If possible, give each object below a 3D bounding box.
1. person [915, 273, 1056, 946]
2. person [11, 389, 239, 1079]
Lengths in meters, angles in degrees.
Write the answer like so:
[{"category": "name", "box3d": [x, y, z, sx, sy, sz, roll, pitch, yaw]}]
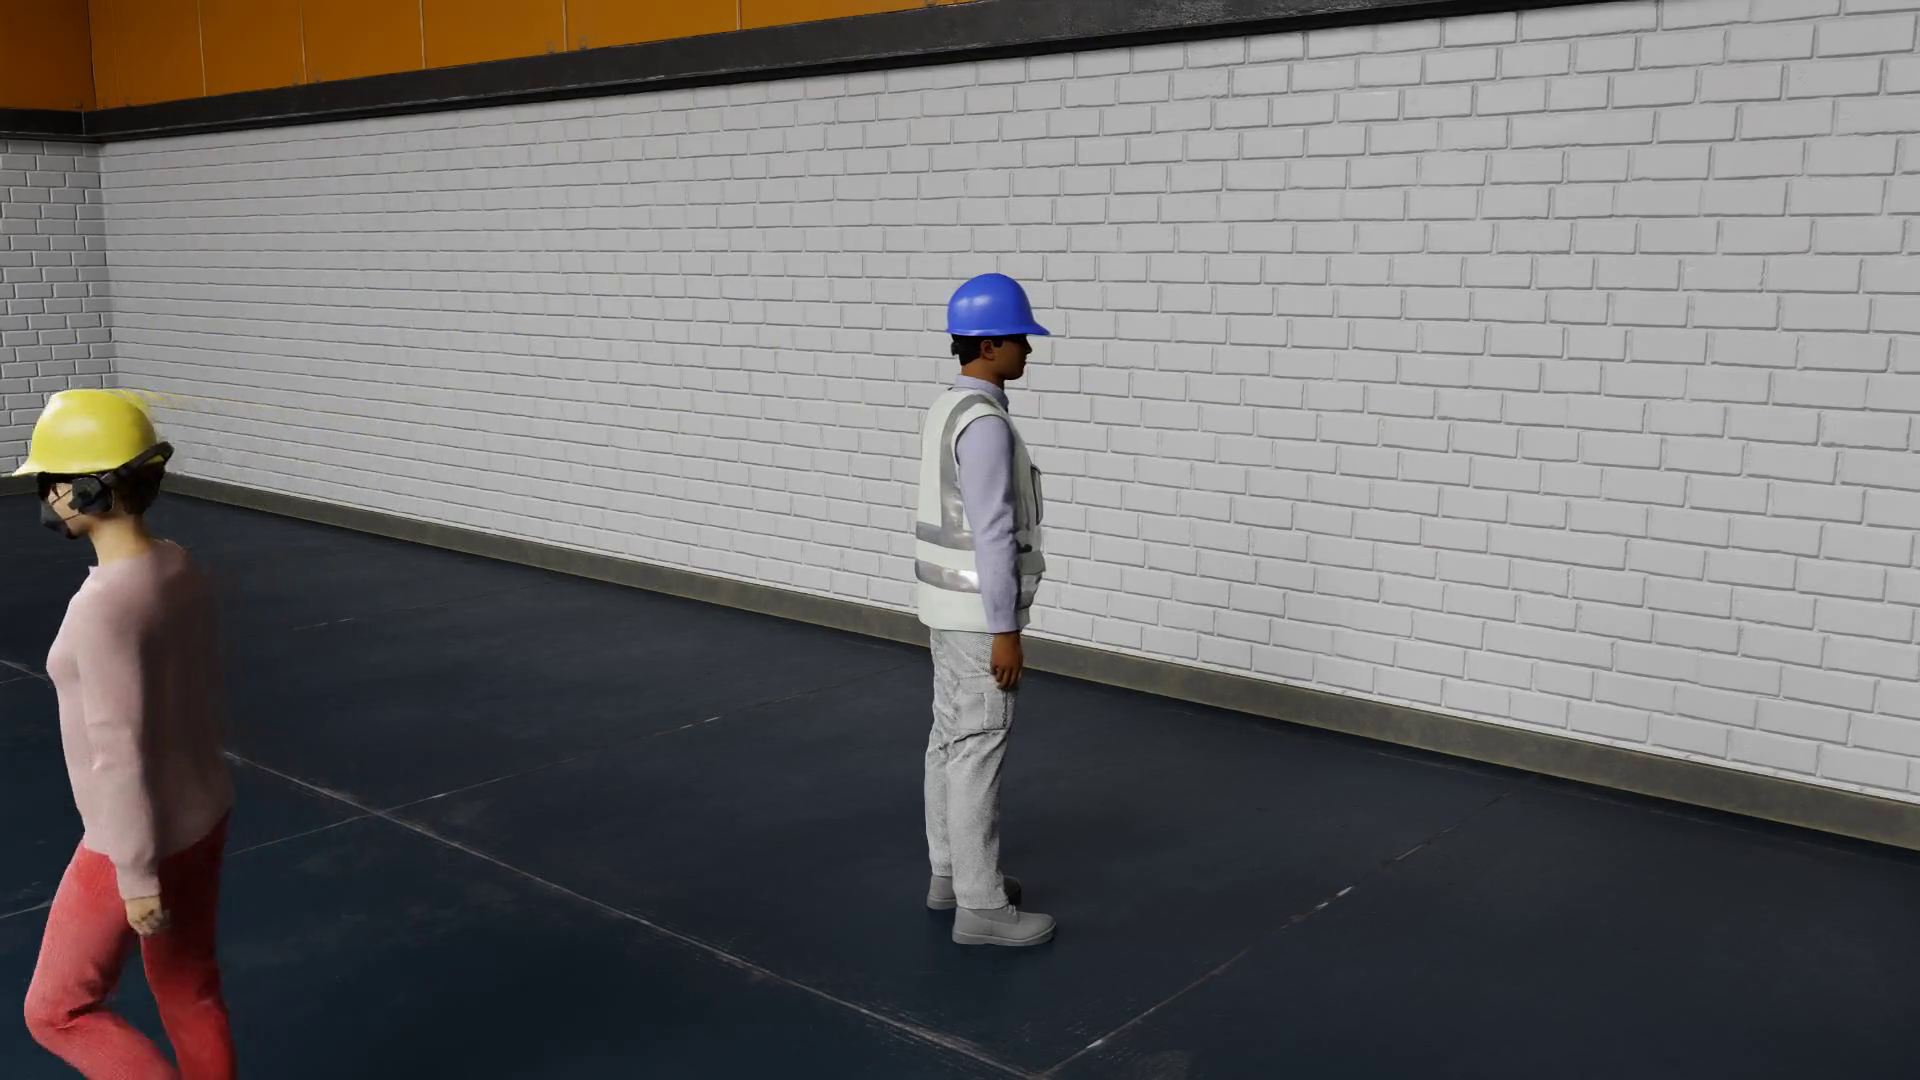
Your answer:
[{"category": "person", "box3d": [0.063, 0.202, 4.888, 0.390, 1.949, 0.602, -2, 10, -13]}, {"category": "person", "box3d": [-1.654, 0.576, 3.319, 0.367, 1.755, 0.532, -1, 10, -3]}]
